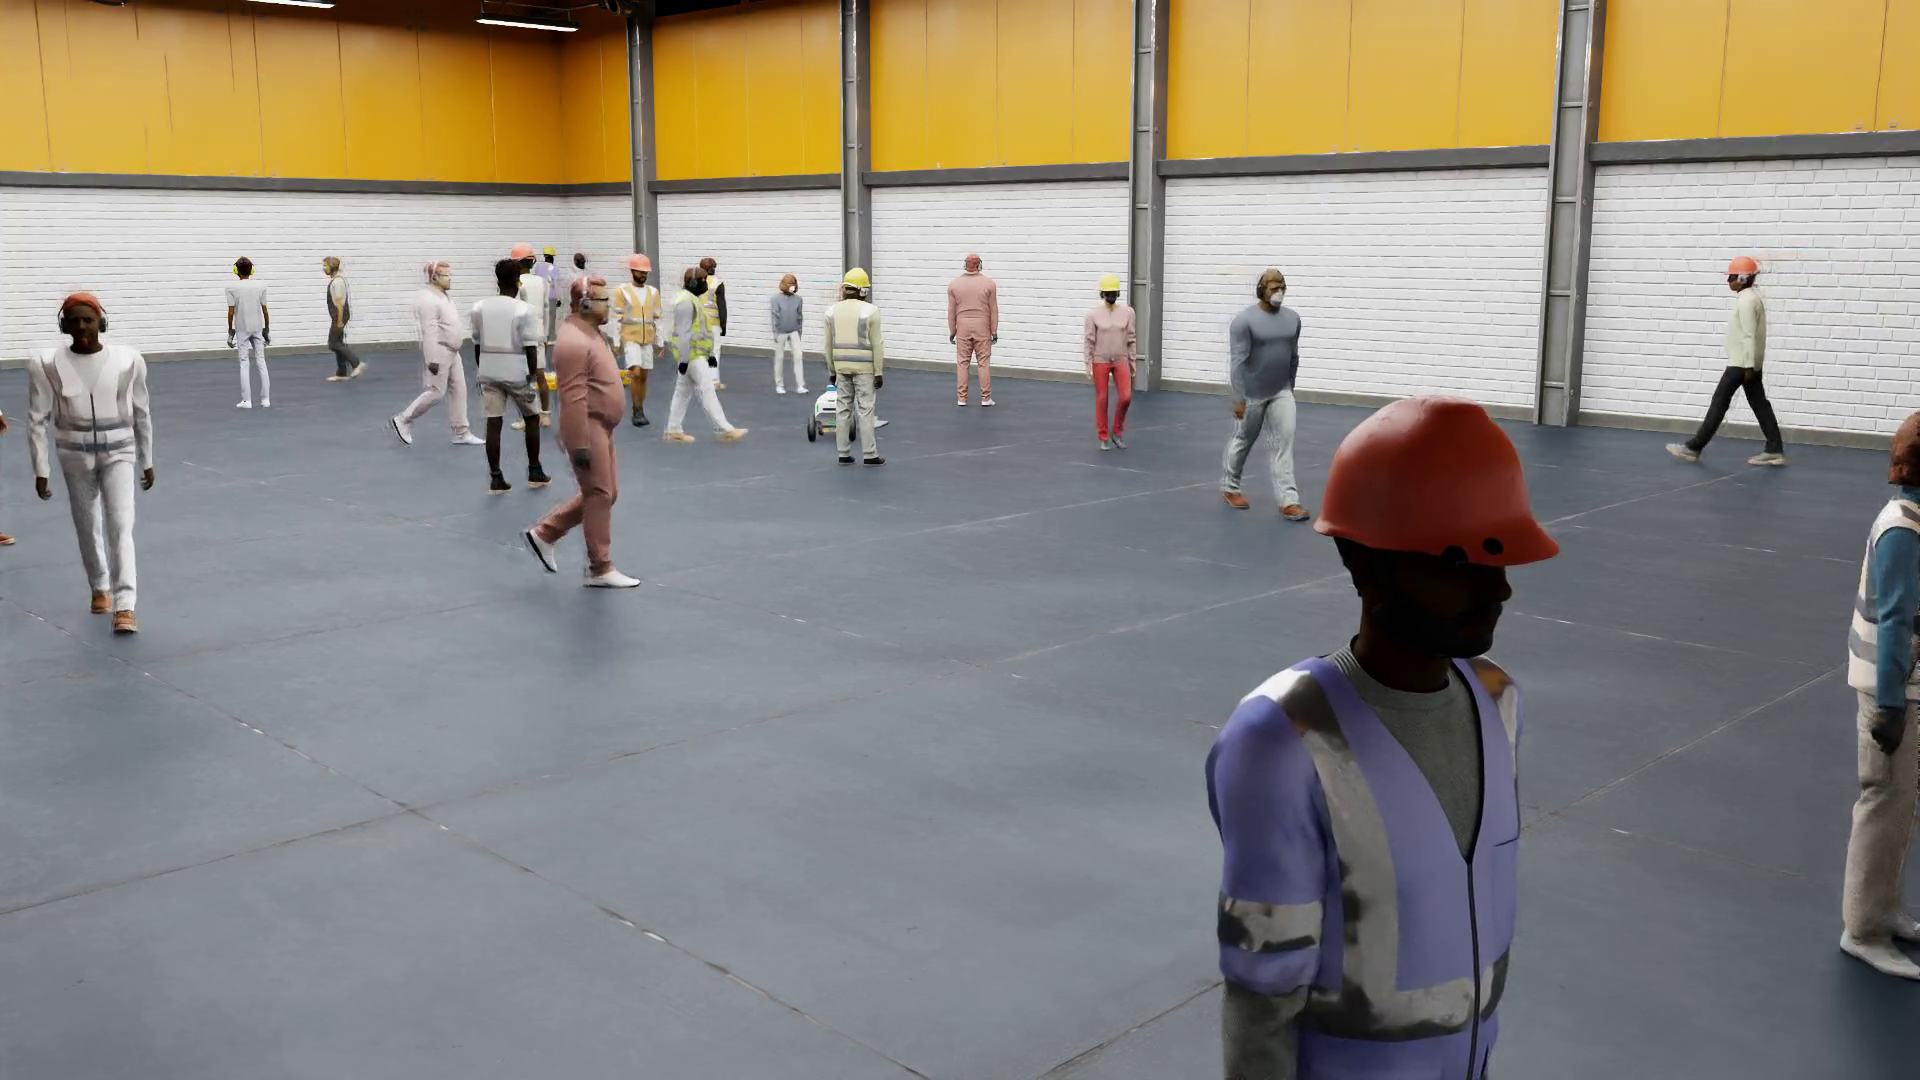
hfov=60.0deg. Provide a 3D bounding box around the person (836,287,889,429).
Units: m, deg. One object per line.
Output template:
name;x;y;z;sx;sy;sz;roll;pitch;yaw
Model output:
person;-1.099;-1.989;18.145;0.817;1.599;0.544;3;11;17

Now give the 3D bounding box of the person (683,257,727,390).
person;-3.523;-2.996;23.077;0.632;1.834;0.433;4;11;20

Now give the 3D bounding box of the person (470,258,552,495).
person;-3.750;-1.367;13.891;0.635;1.937;0.780;2;11;9

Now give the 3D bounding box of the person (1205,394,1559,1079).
person;0.562;0.774;2.204;0.545;1.939;0.374;-8;13;-38

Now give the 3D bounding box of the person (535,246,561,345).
person;-7.997;-4.752;32.397;0.580;1.919;0.397;6;12;29

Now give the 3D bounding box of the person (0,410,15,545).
person;-6.752;-0.864;11.290;0.358;1.881;0.574;3;11;17

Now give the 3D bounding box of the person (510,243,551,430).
person;-4.768;-2.224;18.263;0.381;2.041;0.616;5;12;27

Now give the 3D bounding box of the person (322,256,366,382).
person;-9.014;-3.207;24.202;0.469;1.835;0.504;-4;11;-20

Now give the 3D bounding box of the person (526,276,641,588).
person;-2.302;-0.641;10.043;0.632;1.892;0.649;0;10;-1

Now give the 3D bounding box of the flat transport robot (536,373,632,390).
flat transport robot;-5.279;-2.261;23.304;0.652;0.197;1.431;7;12;32

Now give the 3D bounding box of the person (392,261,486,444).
person;-5.320;-1.881;16.859;0.829;1.879;0.650;0;10;1

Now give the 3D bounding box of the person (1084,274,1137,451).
person;1.491;-1.744;16.435;0.555;1.749;0.446;-1;10;-8

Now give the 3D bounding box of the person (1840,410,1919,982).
person;2.761;0.438;4.861;0.325;1.637;0.548;8;13;39

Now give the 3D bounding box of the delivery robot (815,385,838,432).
delivery robot;-1.342;-1.380;17.466;0.477;0.478;0.707;-1;10;-3

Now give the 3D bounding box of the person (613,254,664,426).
person;-3.560;-2.224;18.605;0.583;1.914;0.656;-8;13;-38

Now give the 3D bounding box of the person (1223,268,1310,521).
person;2.314;-1.116;12.671;0.652;1.888;1.040;-4;11;-22

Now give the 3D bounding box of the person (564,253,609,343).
person;-7.017;-4.479;31.228;0.431;1.810;0.850;9;14;40

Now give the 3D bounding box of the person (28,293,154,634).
person;-4.751;-0.435;9.119;0.595;1.828;1.001;-5;12;-25

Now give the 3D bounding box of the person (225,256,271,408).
person;-8.817;-2.565;20.607;0.528;1.869;0.323;-9;13;-39

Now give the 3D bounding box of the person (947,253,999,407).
person;0.170;-2.616;20.771;0.639;1.910;0.406;2;11;9

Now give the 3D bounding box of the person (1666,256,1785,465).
person;7.256;-1.667;15.520;1.045;1.933;0.639;7;12;33

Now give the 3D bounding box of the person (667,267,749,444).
person;-2.610;-1.877;17.014;0.920;1.799;0.648;0;10;-3

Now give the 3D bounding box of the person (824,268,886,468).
person;-0.955;-1.581;15.332;0.592;1.834;0.404;5;12;27

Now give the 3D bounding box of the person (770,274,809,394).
person;-2.283;-2.743;22.300;0.512;1.604;0.764;-6;12;-29
